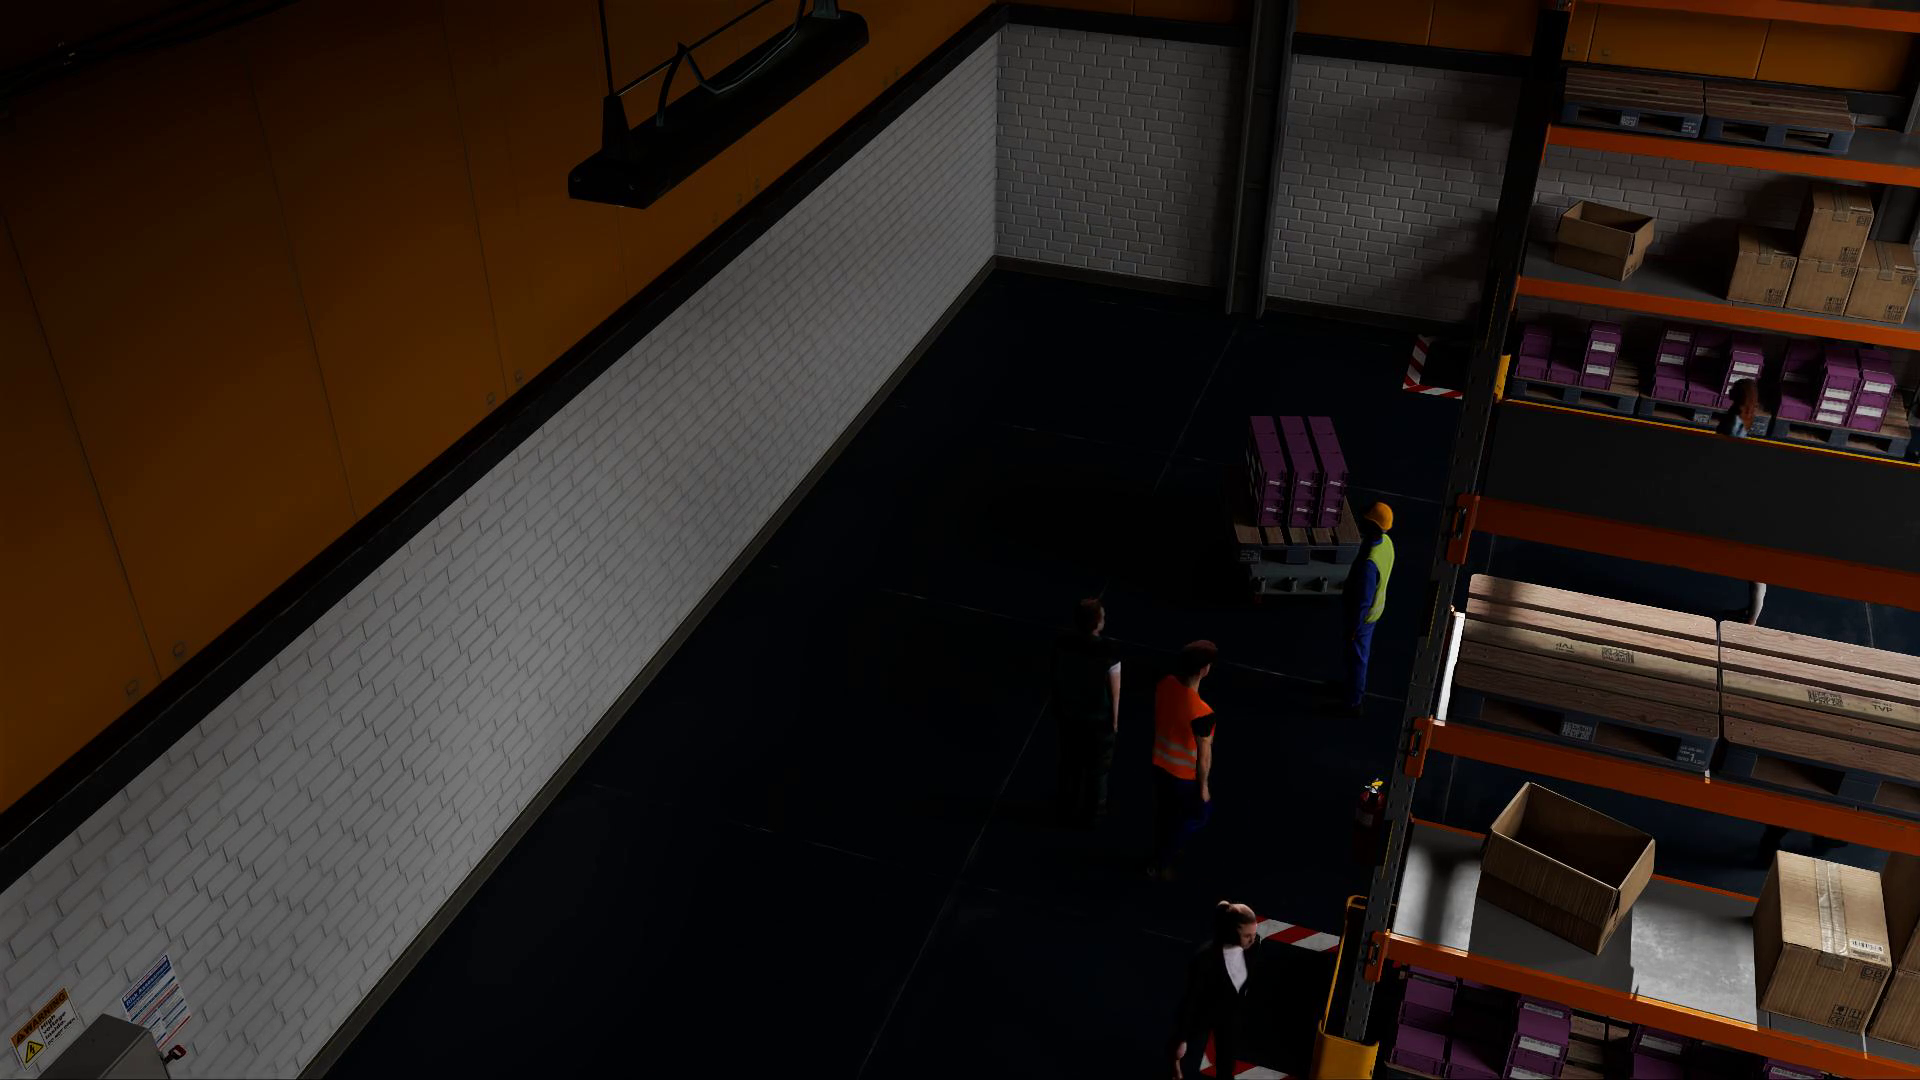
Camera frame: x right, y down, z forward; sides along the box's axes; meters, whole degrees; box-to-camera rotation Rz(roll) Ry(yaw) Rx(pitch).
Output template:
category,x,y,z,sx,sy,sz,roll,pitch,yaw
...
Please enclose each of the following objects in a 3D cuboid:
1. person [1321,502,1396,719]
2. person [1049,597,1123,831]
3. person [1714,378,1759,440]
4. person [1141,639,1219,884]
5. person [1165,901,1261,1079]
category,x,y,z,sx,sy,sz,roll,pitch,yaw
person,2.941,0.505,12.182,0.567,1.813,0.665,13,36,18
person,0.849,1.158,11.175,0.518,1.840,0.710,14,36,20
person,6.644,-0.704,14.318,0.872,1.461,0.618,16,37,22
person,1.354,1.482,10.659,0.957,1.872,0.900,-19,38,-26
person,1.358,2.574,9.219,1.124,1.648,1.181,-12,36,-18
